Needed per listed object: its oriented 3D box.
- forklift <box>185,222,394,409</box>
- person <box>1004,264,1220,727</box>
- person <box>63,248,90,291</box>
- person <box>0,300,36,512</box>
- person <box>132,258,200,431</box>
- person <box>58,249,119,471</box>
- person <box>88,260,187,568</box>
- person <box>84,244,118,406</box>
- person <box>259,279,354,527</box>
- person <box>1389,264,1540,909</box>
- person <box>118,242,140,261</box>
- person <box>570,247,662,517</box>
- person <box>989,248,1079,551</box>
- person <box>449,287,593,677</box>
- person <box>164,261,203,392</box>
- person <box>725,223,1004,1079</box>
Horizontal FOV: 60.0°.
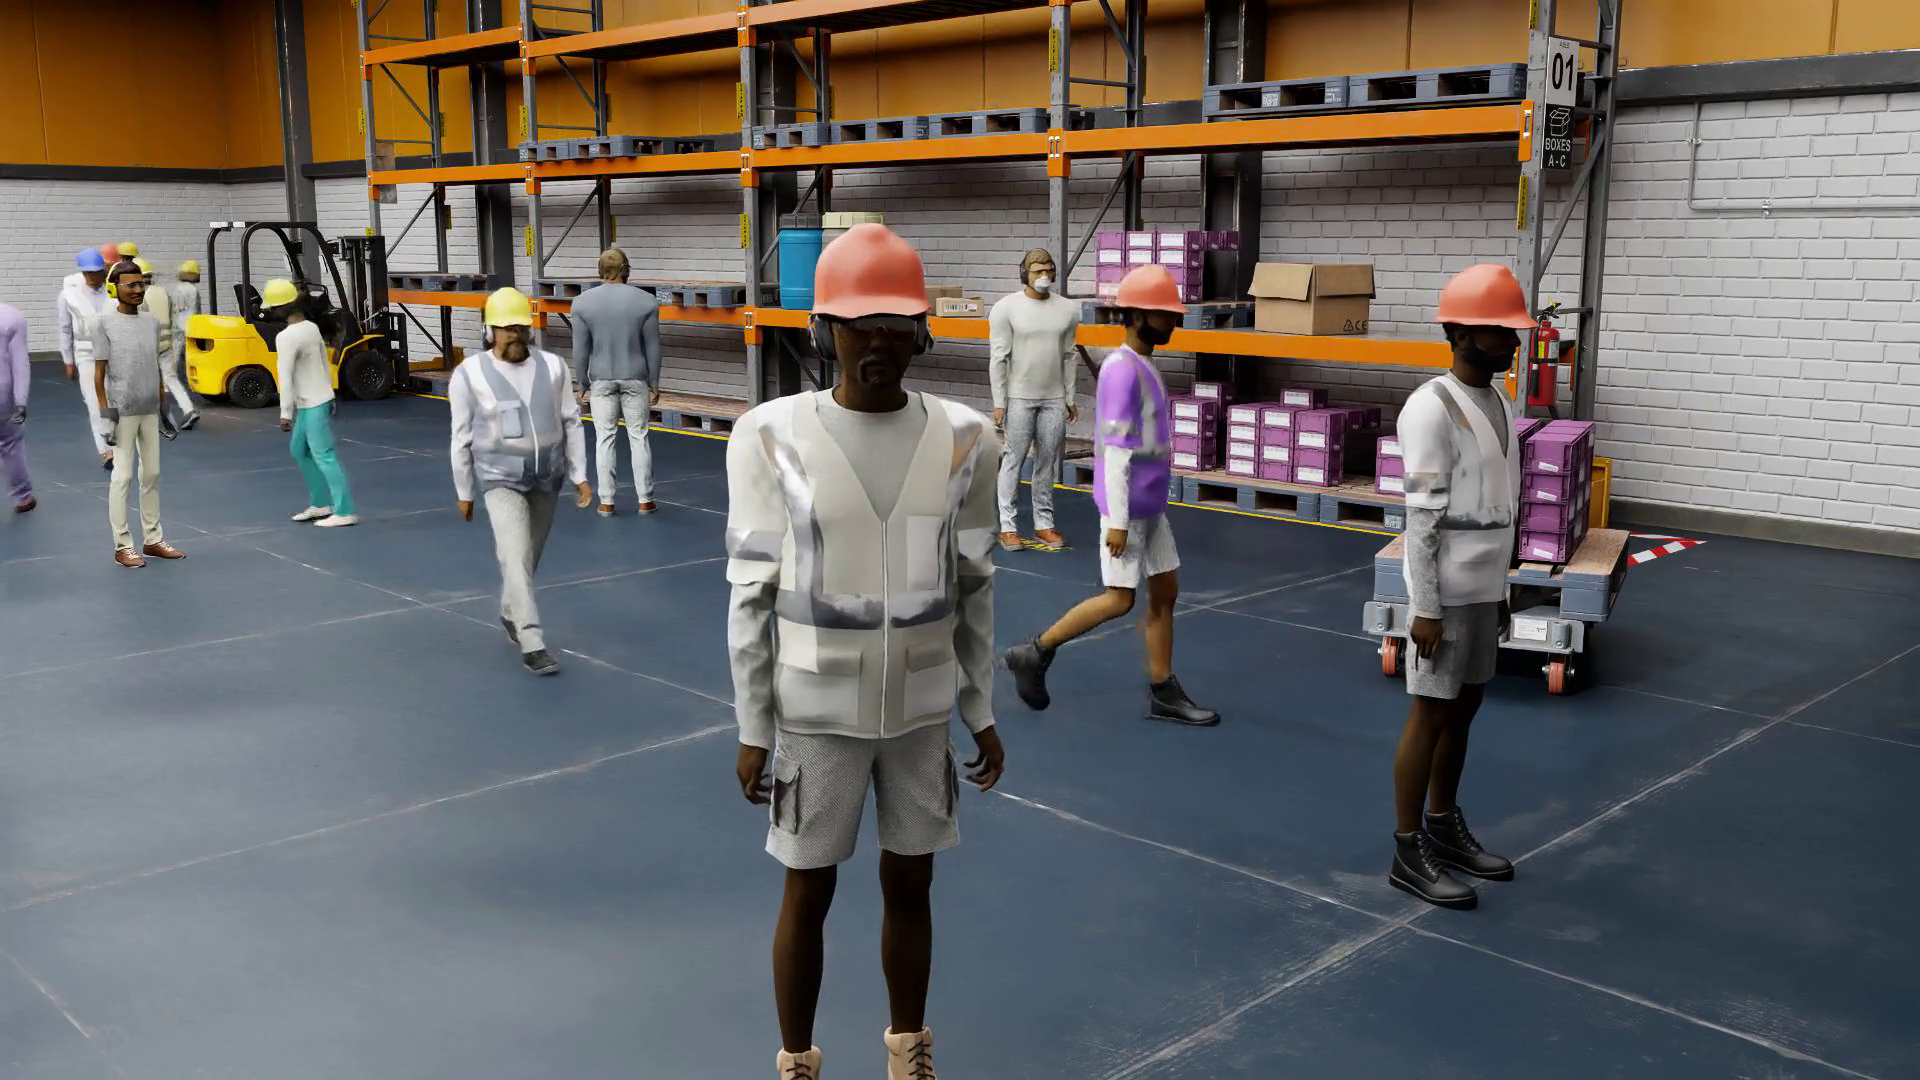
[{"bbox_3d":[-8.169,-2.758,20.163,2.313,2.155,1.214,-10,14,-44],"label":"forklift"},{"bbox_3d":[0.638,-0.169,6.837,0.829,1.914,0.553,3,11,18],"label":"person"},{"bbox_3d":[-10.361,-2.539,19.858,0.594,1.870,0.422,-7,12,-33],"label":"person"},{"bbox_3d":[-6.898,-1.038,11.765,0.634,1.849,1.051,-3,11,-18],"label":"person"},{"bbox_3d":[-8.323,-2.016,17.220,0.886,1.799,0.584,4,11,23],"label":"person"},{"bbox_3d":[-7.418,-1.562,14.450,0.623,1.891,0.993,-8,13,-37],"label":"person"},{"bbox_3d":[-5.068,-0.776,10.251,0.328,1.869,0.521,5,11,24],"label":"person"},{"bbox_3d":[-10.048,-2.519,19.640,0.654,1.912,1.043,3,11,16],"label":"person"},{"bbox_3d":[-4.494,-0.922,11.430,0.555,1.719,0.532,-1,10,-5],"label":"person"},{"bbox_3d":[1.543,0.138,5.073,0.356,1.937,0.552,9,14,40],"label":"person"},{"bbox_3d":[-10.939,-2.956,21.972,0.589,1.927,0.383,3,11,15],"label":"person"},{"bbox_3d":[-2.467,-1.131,11.997,0.629,1.937,0.378,-2,11,-9],"label":"person"},{"bbox_3d":[0.486,-0.902,10.741,0.629,1.939,0.371,-5,11,-24],"label":"person"},{"bbox_3d":[-2.098,-0.305,7.921,0.590,1.789,0.916,-8,13,-38],"label":"person"},{"bbox_3d":[-9.956,-2.764,21.580,0.502,1.686,0.932,7,12,33],"label":"person"},{"bbox_3d":[-0.190,0.358,3.579,0.605,2.045,0.383,-3,11,-18],"label":"person"}]
